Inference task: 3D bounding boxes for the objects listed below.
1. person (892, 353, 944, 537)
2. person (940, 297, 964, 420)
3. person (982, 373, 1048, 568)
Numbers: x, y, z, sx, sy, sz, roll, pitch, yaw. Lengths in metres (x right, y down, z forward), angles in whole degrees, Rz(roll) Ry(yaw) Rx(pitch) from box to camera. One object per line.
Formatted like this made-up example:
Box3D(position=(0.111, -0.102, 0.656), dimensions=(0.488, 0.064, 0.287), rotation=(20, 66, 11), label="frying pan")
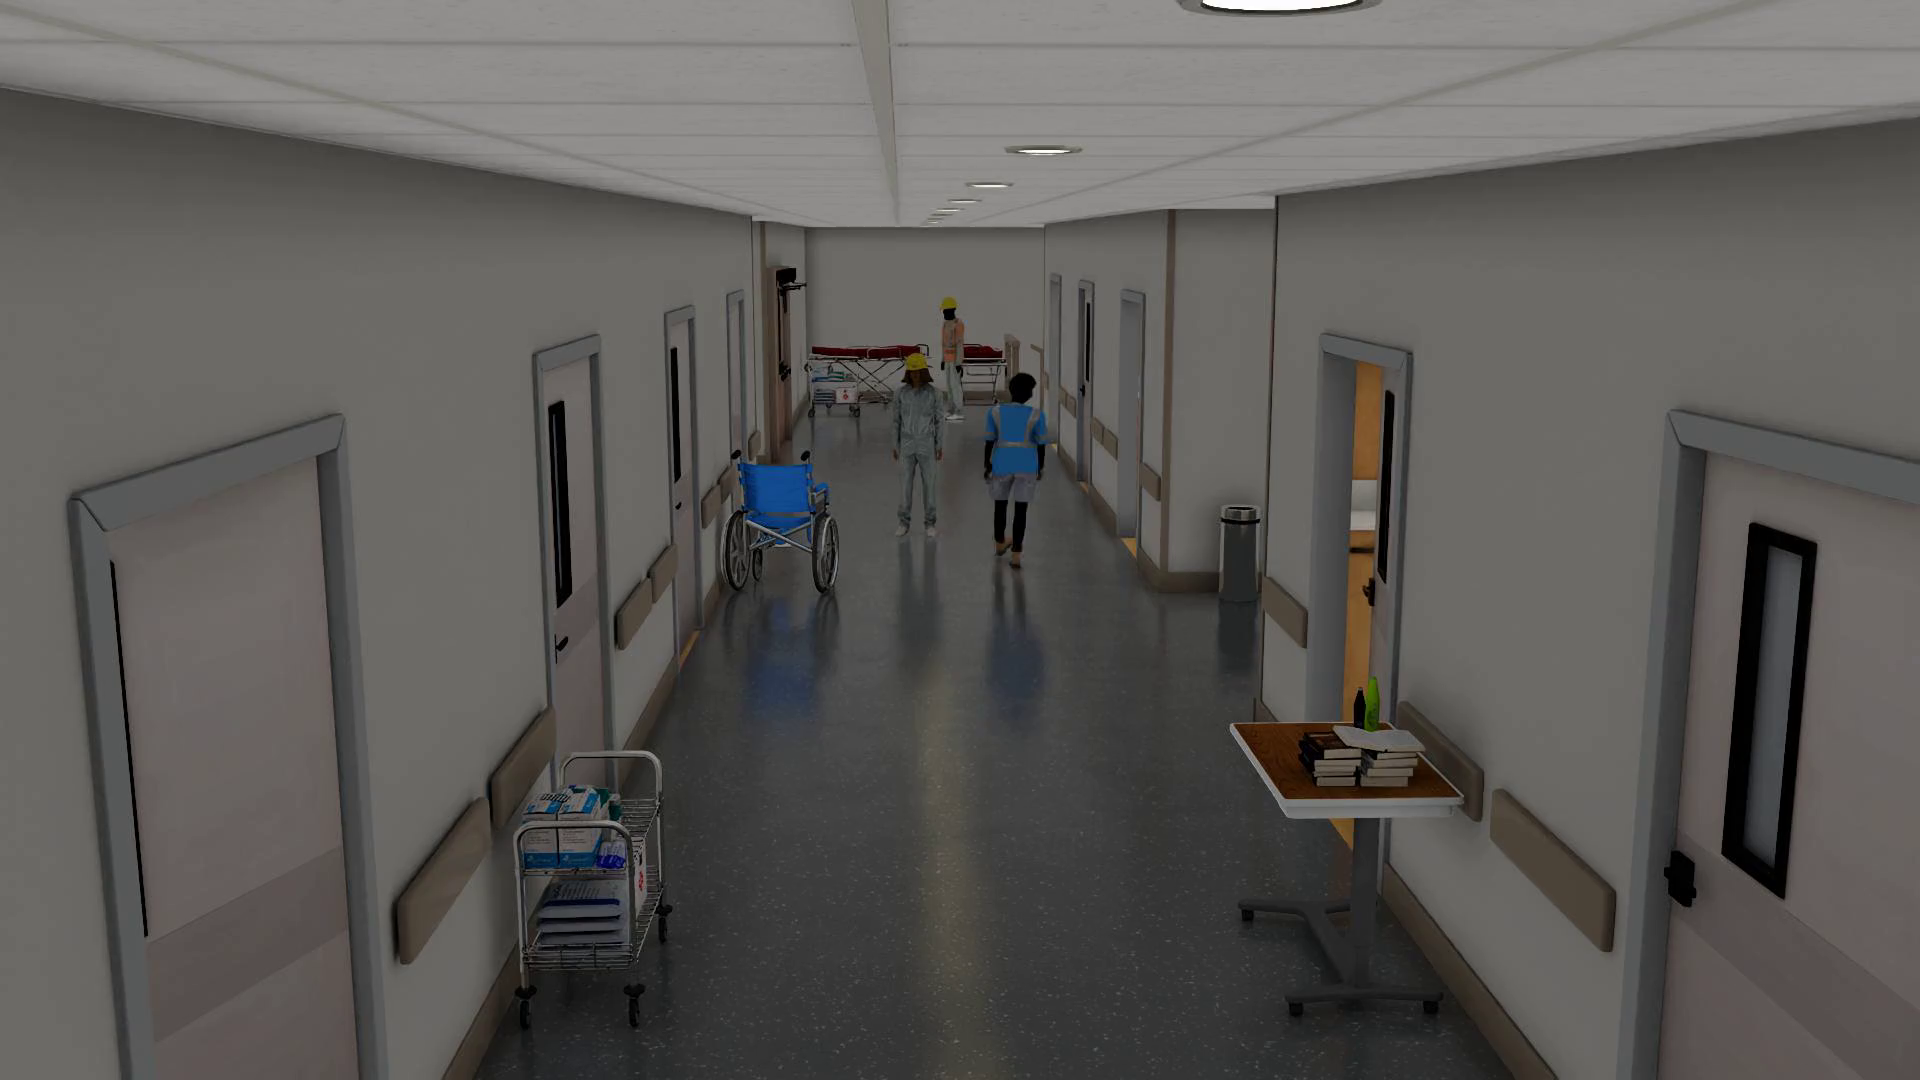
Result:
Box3D(position=(-0.400, -0.886, 15.625), dimensions=(0.492, 1.742, 0.319), rotation=(1, 10, 6), label="person")
Box3D(position=(-0.140, -2.828, 25.967), dimensions=(0.398, 1.918, 0.591), rotation=(-4, 11, -23), label="person")
Box3D(position=(0.487, -0.616, 14.376), dimensions=(0.548, 1.644, 0.775), rotation=(2, 10, 13), label="person")
